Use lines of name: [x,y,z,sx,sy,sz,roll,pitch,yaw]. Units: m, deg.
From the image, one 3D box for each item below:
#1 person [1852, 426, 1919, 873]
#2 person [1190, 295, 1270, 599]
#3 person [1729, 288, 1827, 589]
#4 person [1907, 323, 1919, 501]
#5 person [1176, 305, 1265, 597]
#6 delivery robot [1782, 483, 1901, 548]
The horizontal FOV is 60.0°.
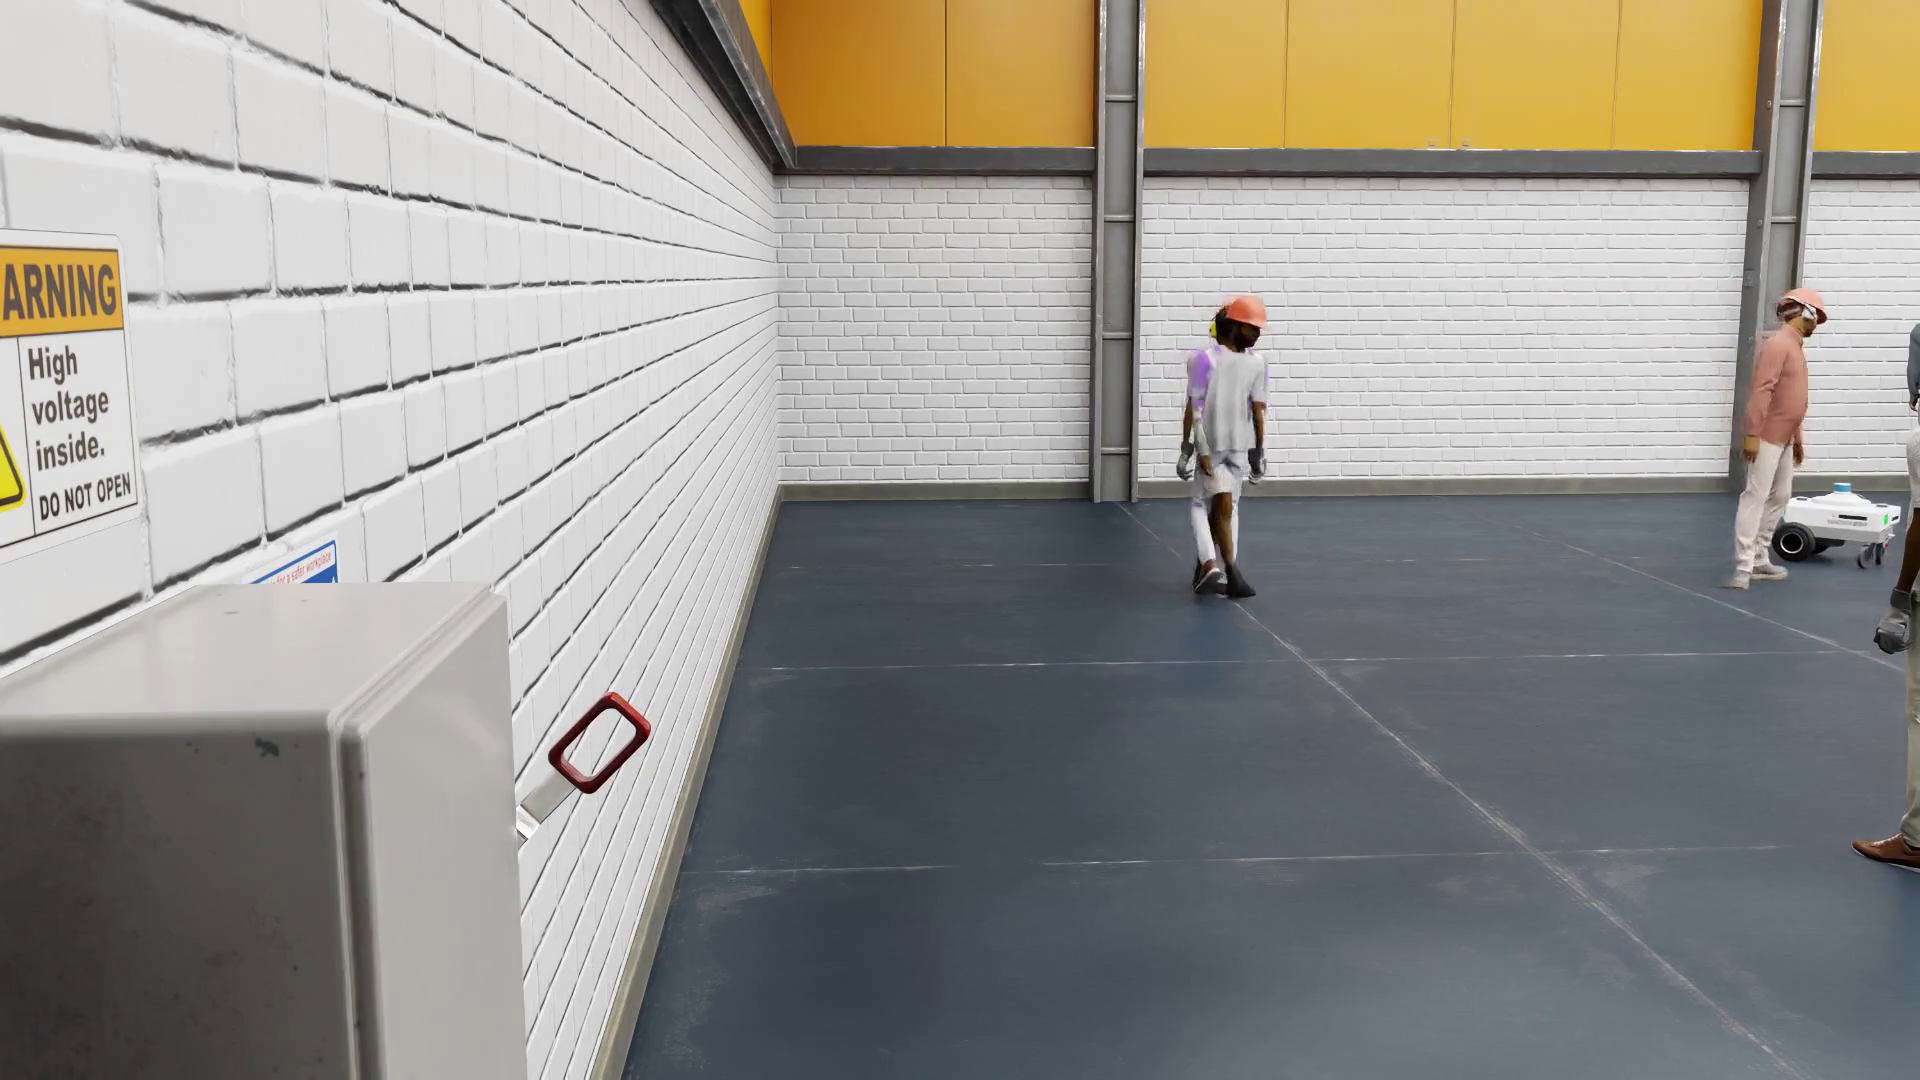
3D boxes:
person: [3.345,0.200,5.639,0.513,1.872,0.328,-3,10,-19]
person: [1.731,-0.579,10.458,0.567,1.891,0.839,-5,10,-29]
person: [5.288,-0.654,10.804,0.390,1.950,0.769,8,12,41]
person: [8.719,-1.282,14.724,0.357,1.938,0.638,-6,11,-33]
person: [1.635,-0.544,10.399,0.559,1.837,0.556,0,9,-1]
delivery robot: [6.201,-0.159,11.713,0.707,0.478,0.477,8,12,42]
